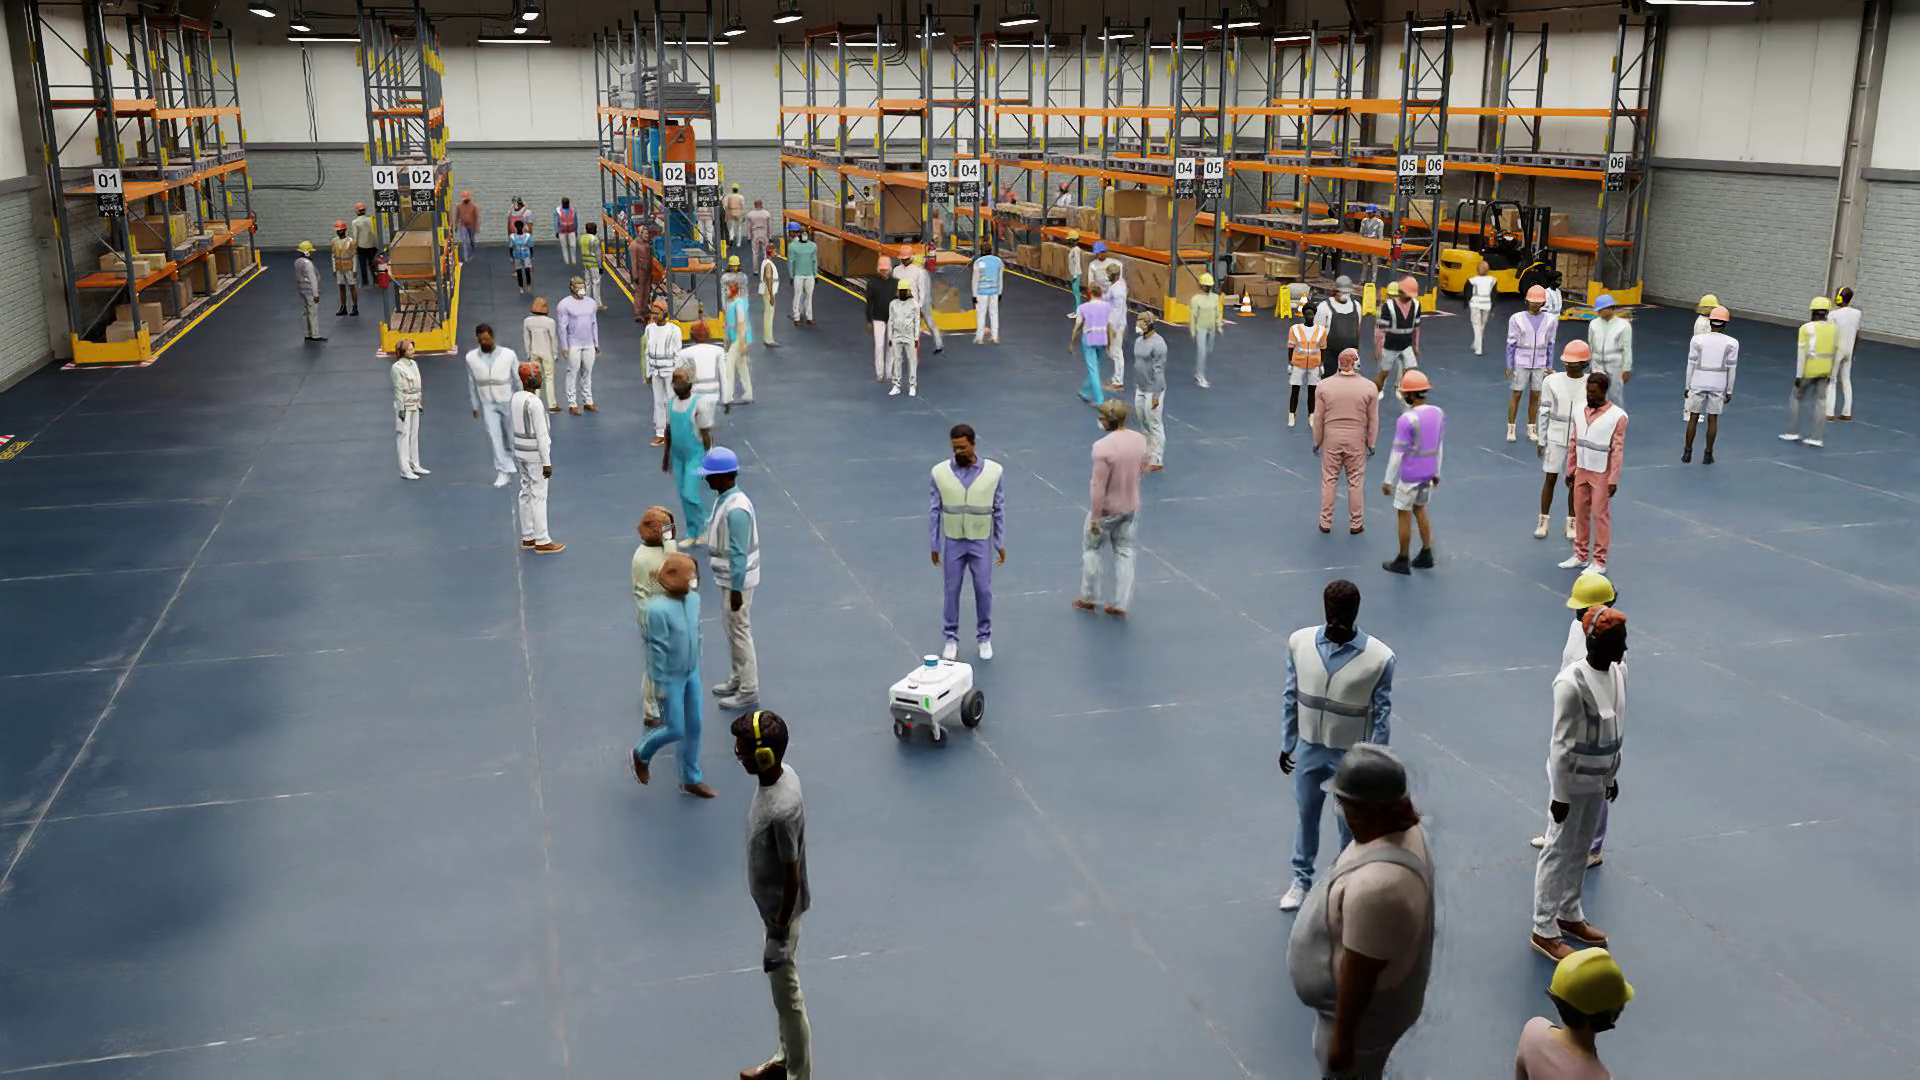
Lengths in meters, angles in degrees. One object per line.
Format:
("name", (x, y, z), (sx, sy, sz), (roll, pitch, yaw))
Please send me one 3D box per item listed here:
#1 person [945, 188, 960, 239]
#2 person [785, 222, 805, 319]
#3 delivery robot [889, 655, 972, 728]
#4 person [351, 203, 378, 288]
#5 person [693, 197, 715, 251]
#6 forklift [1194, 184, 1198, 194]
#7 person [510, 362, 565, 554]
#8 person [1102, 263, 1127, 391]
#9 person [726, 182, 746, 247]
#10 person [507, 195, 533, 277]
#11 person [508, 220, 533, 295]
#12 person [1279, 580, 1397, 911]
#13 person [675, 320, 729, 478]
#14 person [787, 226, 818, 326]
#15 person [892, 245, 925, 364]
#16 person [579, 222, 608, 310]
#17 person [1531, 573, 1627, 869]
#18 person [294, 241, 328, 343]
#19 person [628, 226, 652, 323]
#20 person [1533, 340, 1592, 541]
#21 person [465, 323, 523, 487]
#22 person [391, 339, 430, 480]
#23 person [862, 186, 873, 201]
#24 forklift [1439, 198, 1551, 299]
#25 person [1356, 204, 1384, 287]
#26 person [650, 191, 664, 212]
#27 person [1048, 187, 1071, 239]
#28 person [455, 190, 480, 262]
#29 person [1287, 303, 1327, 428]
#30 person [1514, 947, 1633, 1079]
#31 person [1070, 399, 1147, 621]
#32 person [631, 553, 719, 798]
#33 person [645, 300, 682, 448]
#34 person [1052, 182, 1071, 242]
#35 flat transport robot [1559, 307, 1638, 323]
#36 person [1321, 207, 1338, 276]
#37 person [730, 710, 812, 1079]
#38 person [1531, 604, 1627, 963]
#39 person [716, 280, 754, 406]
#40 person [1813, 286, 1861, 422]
("person", (-0.241, -10.337, 52.634), (0.507, 1.627, 0.280), (5, 16, 18))
("person", (-3.315, -5.445, 33.604), (0.389, 1.946, 0.614), (-3, 15, -13))
("delivery robot", (-0.201, 1.049, 11.658), (0.477, 0.478, 0.707), (8, 17, 27))
("person", (-13.960, -6.890, 38.999), (0.430, 1.977, 0.615), (11, 18, 36))
("person", (-7.424, -9.343, 48.471), (0.633, 1.846, 0.429), (2, 15, 8))
("forklift", (7.392, -11.333, 53.972), (1.873, 2.768, 1.129), (-4, 15, -15))
("person", (-4.161, -0.803, 16.263), (0.353, 1.883, 0.578), (-13, 19, -39))
("person", (2.364, -3.248, 25.358), (0.354, 1.936, 0.635), (1, 15, 5))
("person", (-6.728, -9.742, 49.834), (0.602, 1.913, 0.448), (0, 15, -1))
("person", (-10.982, -7.572, 41.432), (0.681, 2.000, 0.535), (3, 15, 12))
("person", (-9.938, -6.385, 37.668), (0.543, 1.676, 0.640), (-3, 15, -10))
("person", (2.023, 1.121, 8.980), (0.591, 1.910, 0.393), (9, 17, 30))
("person", (-3.057, -1.674, 19.643), (0.598, 1.832, 0.980), (-8, 17, -27))
("person", (-3.059, -5.153, 32.540), (0.630, 1.931, 0.372), (-8, 17, -27))
("person", (-0.887, -3.932, 27.835), (0.608, 1.989, 0.387), (7, 16, 24))
("person", (-7.713, -5.758, 34.987), (0.633, 1.843, 0.429), (12, 19, 39))
("person", (3.590, 1.035, 9.586), (0.326, 1.761, 0.523), (-3, 15, -12))
("person", (-11.863, -4.522, 30.351), (0.600, 1.831, 0.404), (13, 20, 40))
("person", (-6.313, -5.288, 33.127), (0.401, 1.896, 0.650), (5, 16, 18))
("person", (6.111, -0.998, 16.694), (0.609, 2.040, 0.394), (6, 16, 21))
("person", (-5.374, -1.623, 19.405), (0.682, 1.864, 0.992), (-2, 15, -7))
("person", (-6.467, -1.542, 19.505), (0.312, 1.642, 0.512), (2, 15, 8))
("person", (-2.711, -9.531, 49.162), (0.513, 1.860, 0.330), (12, 19, 37))
("forklift", (11.913, -6.508, 37.130), (2.313, 2.155, 1.214), (-4, 15, -15))
("person", (9.660, -6.932, 39.199), (0.615, 1.947, 0.388), (13, 20, 41))
("person", (-8.331, -8.759, 46.148), (0.598, 1.916, 0.398), (13, 20, 41))
("person", (3.206, -10.225, 51.878), (0.930, 1.802, 0.626), (2, 15, 7))
("person", (-13.485, -8.611, 45.554), (0.660, 1.972, 0.792), (-3, 15, -11))
("person", (4.673, -2.356, 22.464), (0.533, 1.697, 0.318), (1, 15, 4))
("person", (1.973, 2.139, 5.408), (0.305, 1.772, 0.527), (-4, 15, -14))
("person", (1.254, -0.276, 14.218), (0.655, 1.925, 0.652), (-10, 18, -33))
("person", (-1.817, 0.854, 10.523), (0.509, 1.617, 0.517), (8, 17, 27))
("person", (-3.777, -2.120, 21.223), (0.573, 1.880, 0.359), (9, 17, 29))
("person", (3.117, -9.951, 50.691), (0.618, 1.892, 0.514), (11, 19, 36))
("flat transport robot", (12.761, -4.511, 33.304), (1.431, 0.197, 0.652), (10, 18, 33))
("person", (9.322, -7.509, 41.846), (0.541, 1.700, 0.316), (7, 16, 25))
("person", (-0.810, 1.614, 7.205), (0.327, 1.865, 0.521), (-3, 15, -11))
("person", (3.218, 1.241, 8.571), (0.575, 1.882, 0.360), (-13, 19, -40))
("person", (-3.335, -2.838, 24.029), (0.743, 1.818, 0.610), (-4, 15, -14))
("person", (12.119, -2.553, 22.917), (0.528, 1.855, 0.372), (-3, 15, -10))
